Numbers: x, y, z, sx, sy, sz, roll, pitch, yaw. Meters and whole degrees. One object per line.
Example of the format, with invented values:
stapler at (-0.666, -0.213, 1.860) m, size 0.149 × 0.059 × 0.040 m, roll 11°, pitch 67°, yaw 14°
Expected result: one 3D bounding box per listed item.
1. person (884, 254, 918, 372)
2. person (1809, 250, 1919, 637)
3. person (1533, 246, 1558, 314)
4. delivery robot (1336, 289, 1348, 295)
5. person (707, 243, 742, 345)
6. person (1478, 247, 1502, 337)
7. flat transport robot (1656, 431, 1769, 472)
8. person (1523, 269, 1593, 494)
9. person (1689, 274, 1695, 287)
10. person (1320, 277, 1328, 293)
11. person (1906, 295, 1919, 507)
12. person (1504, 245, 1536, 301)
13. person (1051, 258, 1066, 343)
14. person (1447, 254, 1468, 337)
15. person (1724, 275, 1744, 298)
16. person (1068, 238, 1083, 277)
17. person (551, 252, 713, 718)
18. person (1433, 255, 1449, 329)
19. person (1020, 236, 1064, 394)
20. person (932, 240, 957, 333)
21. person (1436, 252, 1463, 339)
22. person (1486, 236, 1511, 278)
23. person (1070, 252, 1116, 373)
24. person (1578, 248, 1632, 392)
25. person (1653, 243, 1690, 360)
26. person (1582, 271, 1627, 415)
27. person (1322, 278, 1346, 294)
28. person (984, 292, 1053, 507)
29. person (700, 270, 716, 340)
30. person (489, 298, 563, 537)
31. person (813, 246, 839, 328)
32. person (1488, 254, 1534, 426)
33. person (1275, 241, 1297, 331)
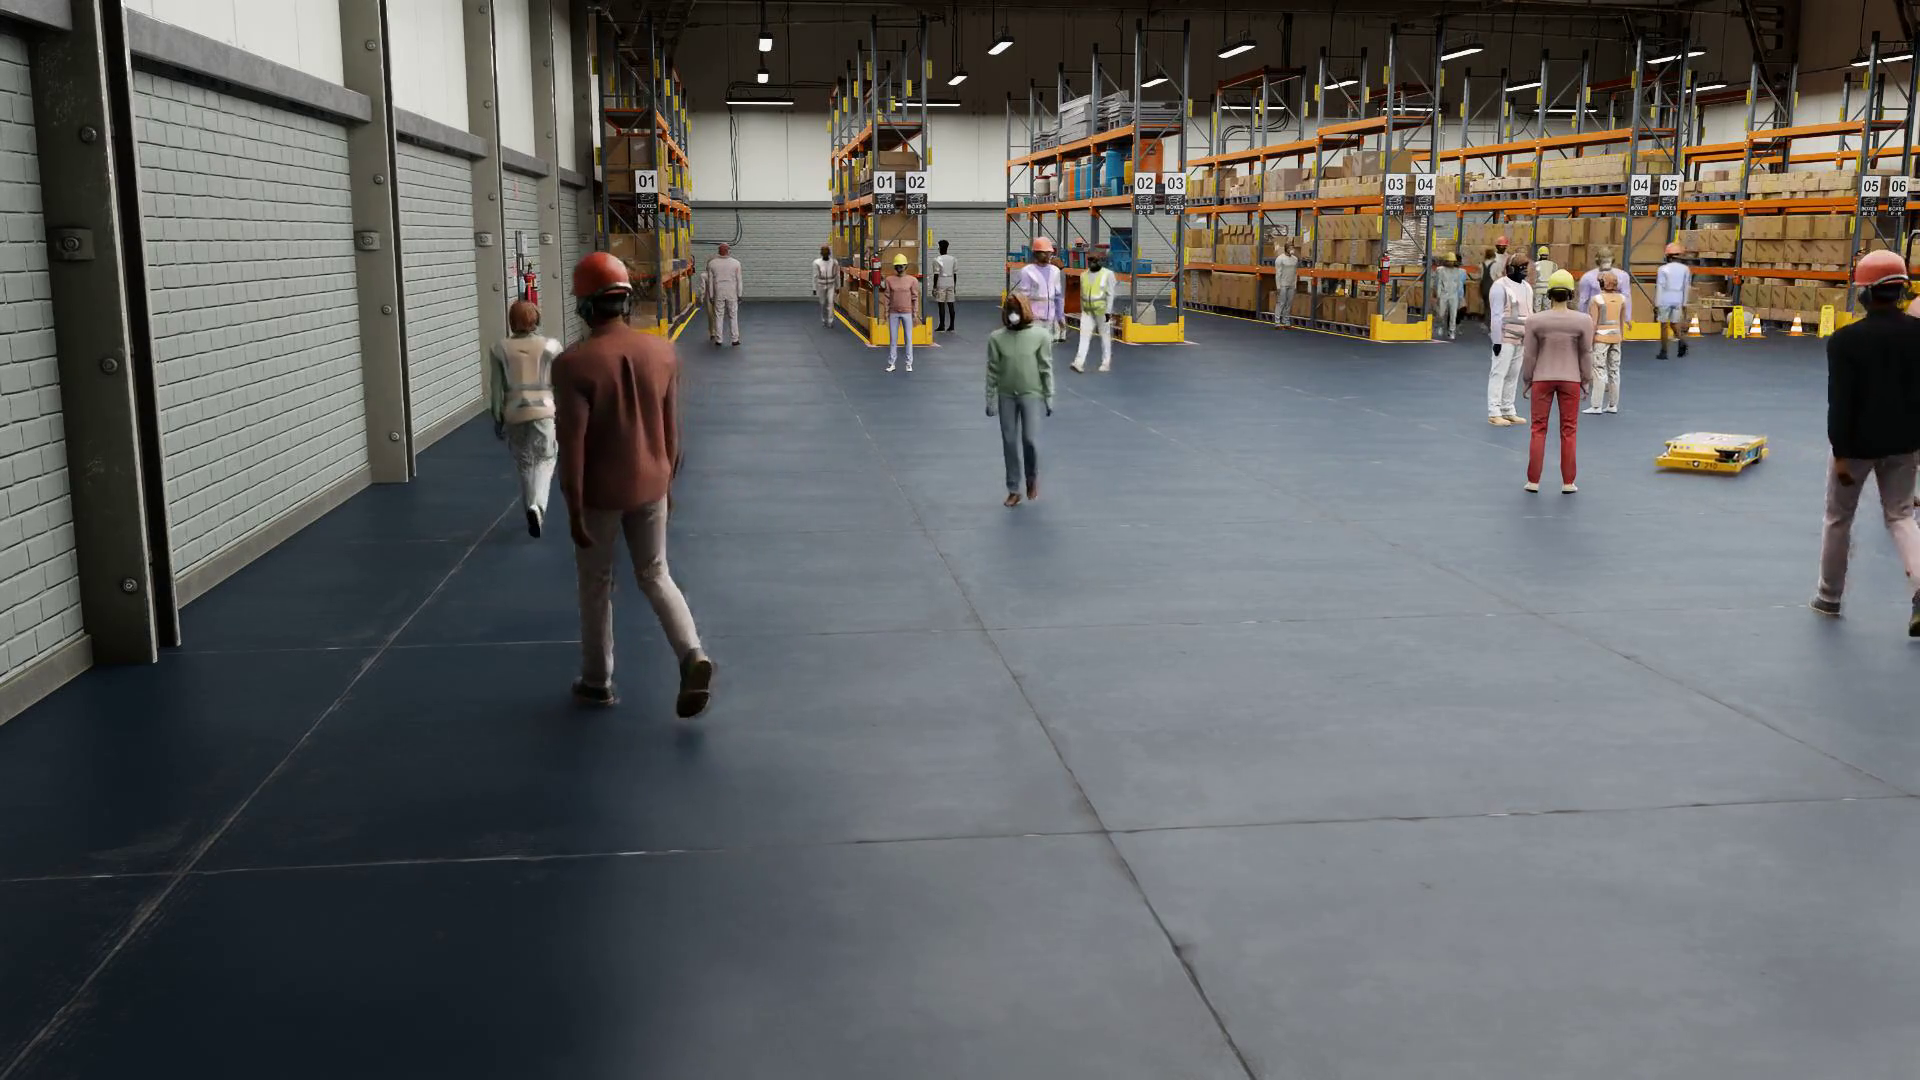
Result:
person at (-0.892, -3.416, 25.073) m, size 0.523 × 1.769 × 0.321 m, roll 2°, pitch 10°, yaw 9°
person at (4.748, -0.497, 8.539) m, size 0.605 × 1.968 × 0.897 m, roll 1°, pitch 10°, yaw 5°
person at (11.912, -5.091, 34.073) m, size 0.592 × 1.834 × 0.404 m, roll -1°, pitch 10°, yaw -5°
delivery robot at (11.518, -7.353, 49.721) m, size 0.707 × 0.478 × 0.477 m, roll 5°, pitch 12°, yaw 27°
person at (-4.400, -4.603, 31.198) m, size 0.641 × 1.908 × 0.407 m, roll -1°, pitch 10°, yaw -7°
person at (10.720, -5.004, 33.636) m, size 0.412 × 1.817 × 0.539 m, roll -10°, pitch 14°, yaw -43°
flat transport robot at (6.734, -0.801, 14.840) m, size 0.652 × 0.197 × 1.431 m, roll 7°, pitch 13°, yaw 35°
person at (4.717, -1.245, 13.165) m, size 0.525 × 1.772 × 0.307 m, roll 4°, pitch 11°, yaw 19°
person at (18.598, -6.647, 42.653) m, size 0.535 × 1.815 × 1.008 m, roll -1°, pitch 10°, yaw -6°
person at (10.508, -7.534, 47.318) m, size 0.546 × 1.898 × 0.980 m, roll -1°, pitch 10°, yaw -3°
person at (7.430, -1.171, 12.458) m, size 0.829 × 1.874 × 0.685 m, roll 2°, pitch 10°, yaw 9°
person at (11.300, -5.032, 33.660) m, size 0.662 × 1.873 × 0.814 m, roll 1°, pitch 10°, yaw 5°
person at (1.867, -4.589, 31.895) m, size 0.280 × 1.624 × 0.494 m, roll 7°, pitch 12°, yaw 32°
person at (10.093, -4.971, 33.834) m, size 0.553 × 1.675 × 0.404 m, roll -4°, pitch 11°, yaw -19°
person at (20.910, -7.103, 44.887) m, size 0.581 × 1.919 × 0.391 m, roll -2°, pitch 11°, yaw -12°
person at (3.536, -7.995, 49.574) m, size 0.624 × 1.986 × 0.404 m, roll -1°, pitch 10°, yaw -8°
person at (-1.392, -0.214, 6.979) m, size 0.617 × 1.974 × 0.848 m, roll -9°, pitch 13°, yaw -39°
person at (10.742, -5.498, 36.874) m, size 0.547 × 1.610 × 0.714 m, roll 1°, pitch 10°, yaw 7°
person at (1.068, -2.911, 21.566) m, size 0.611 × 2.042 × 0.387 m, roll -8°, pitch 13°, yaw -36°
person at (-0.333, -5.392, 35.356) m, size 0.608 × 1.966 × 0.374 m, roll -7°, pitch 12°, yaw -33°
person at (9.760, -4.873, 33.155) m, size 0.544 × 1.723 × 0.478 m, roll 1°, pitch 10°, yaw 7°
person at (11.759, -5.593, 36.284) m, size 0.606 × 2.035 × 0.405 m, roll -1°, pitch 10°, yaw -8°
person at (2.002, -3.392, 24.844) m, size 0.637 × 1.790 × 0.947 m, roll 6°, pitch 12°, yaw 31°
person at (8.551, -2.944, 22.164) m, size 0.647 × 1.892 × 1.015 m, roll 0°, pitch 10°, yaw 3°
person at (11.730, -3.919, 27.396) m, size 0.545 × 1.925 × 0.547 m, roll -1°, pitch 10°, yaw -8°
person at (7.375, -2.250, 19.024) m, size 0.515 × 1.642 × 0.314 m, roll -4°, pitch 11°, yaw -20°
person at (9.971, -6.952, 44.216) m, size 0.607 × 1.853 × 1.042 m, roll -4°, pitch 11°, yaw -21°
person at (0.432, -1.050, 12.506) m, size 0.519 × 1.617 × 0.345 m, roll 3°, pitch 11°, yaw 16°
person at (-4.787, -4.650, 32.337) m, size 0.515 × 1.581 × 0.895 m, roll -1°, pitch 10°, yaw -8°
person at (-2.941, -0.837, 11.358) m, size 0.519 × 1.614 × 0.751 m, roll -1°, pitch 10°, yaw -3°
person at (-3.016, -5.689, 37.357) m, size 0.588 × 1.846 × 0.891 m, roll -1°, pitch 10°, yaw -6°
person at (5.952, -2.153, 17.941) m, size 0.624 × 1.845 × 0.430 m, roll -8°, pitch 13°, yaw -38°
person at (7.059, -5.492, 36.013) m, size 0.625 × 1.931 × 0.369 m, roll -8°, pitch 13°, yaw -38°
